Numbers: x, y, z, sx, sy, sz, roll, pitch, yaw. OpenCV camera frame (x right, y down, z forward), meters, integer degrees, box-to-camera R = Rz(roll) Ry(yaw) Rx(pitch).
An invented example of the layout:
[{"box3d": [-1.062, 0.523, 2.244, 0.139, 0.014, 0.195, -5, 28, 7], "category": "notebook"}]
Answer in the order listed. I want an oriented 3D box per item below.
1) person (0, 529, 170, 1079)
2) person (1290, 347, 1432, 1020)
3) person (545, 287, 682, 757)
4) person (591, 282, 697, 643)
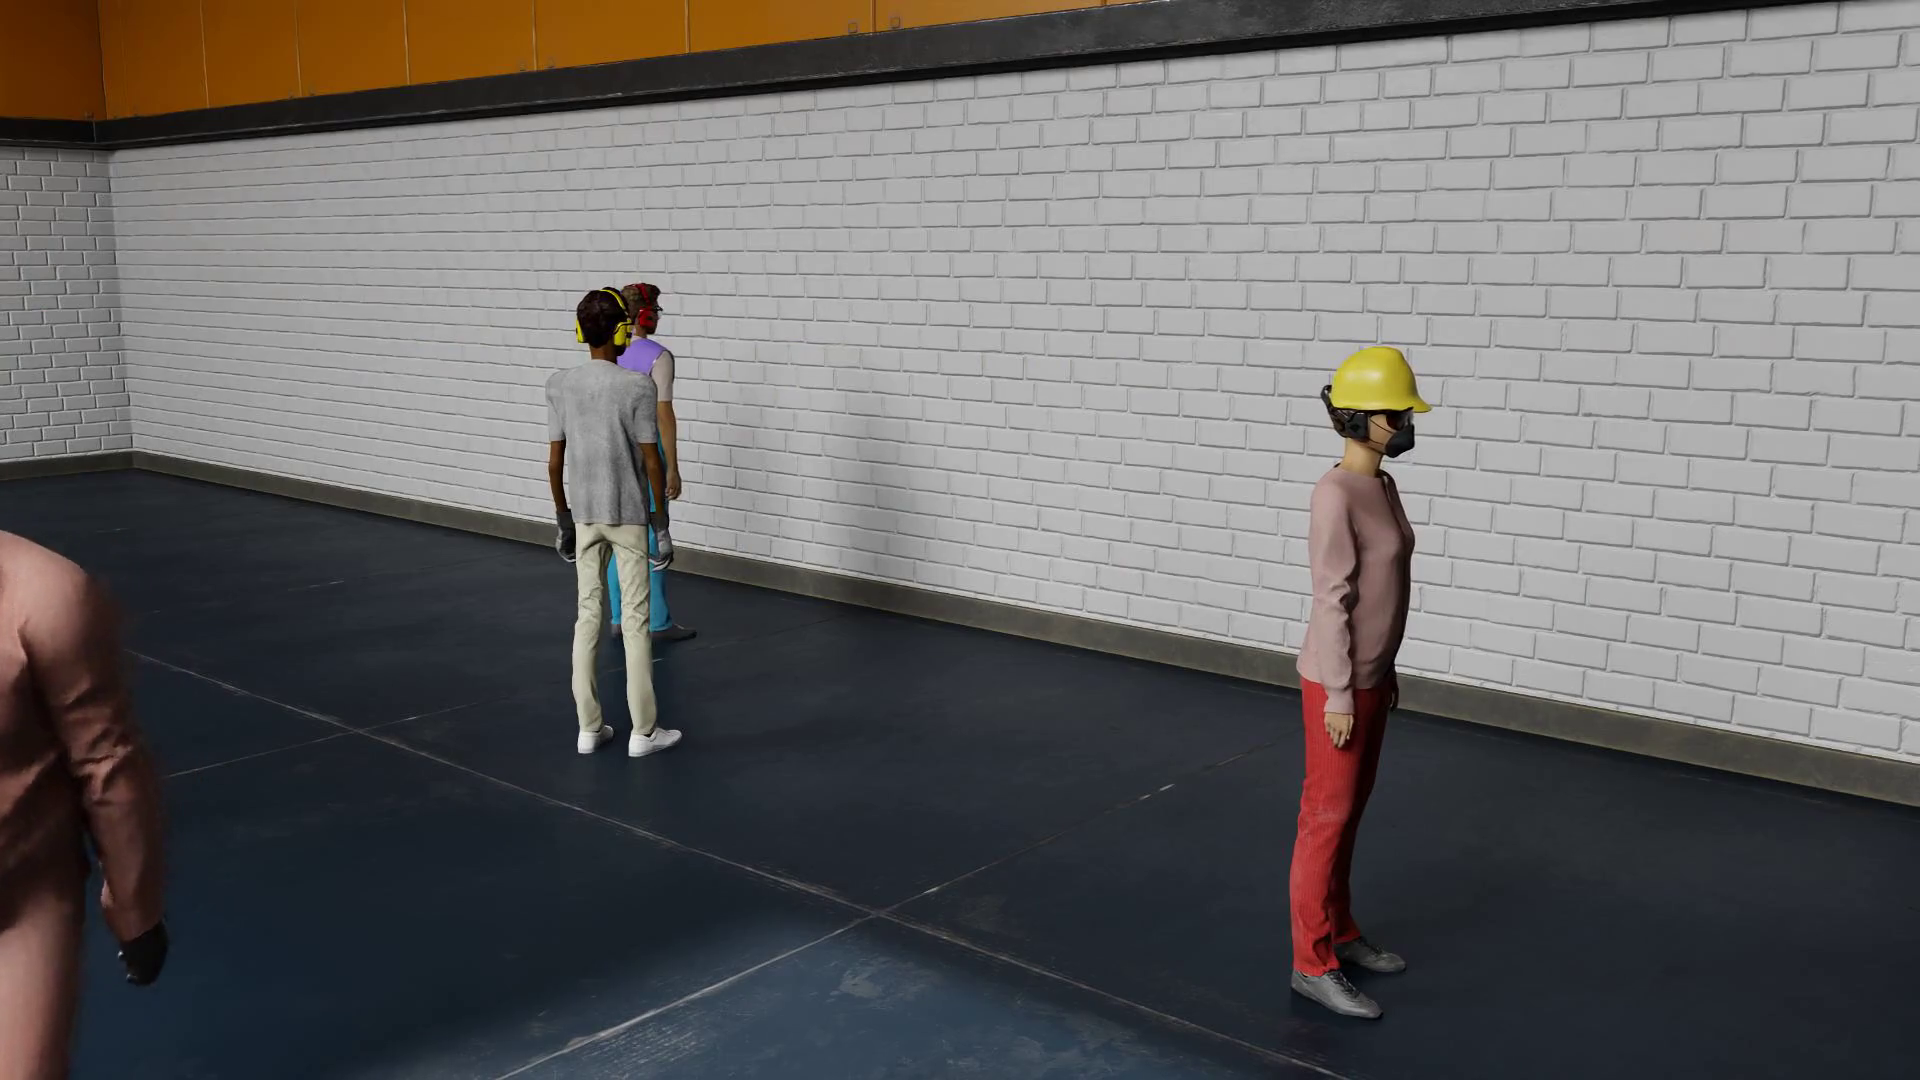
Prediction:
[{"box3d": [-1.645, 0.652, 2.612, 0.647, 1.843, 1.009, -1, 10, -8], "category": "person"}, {"box3d": [1.072, 0.370, 4.461, 0.311, 1.768, 0.522, 5, 11, 27], "category": "person"}, {"box3d": [-1.382, -0.064, 6.634, 0.513, 1.872, 0.328, 3, 10, 14], "category": "person"}, {"box3d": [-1.667, -0.390, 8.554, 0.566, 1.846, 0.390, 8, 13, 38], "category": "person"}]
